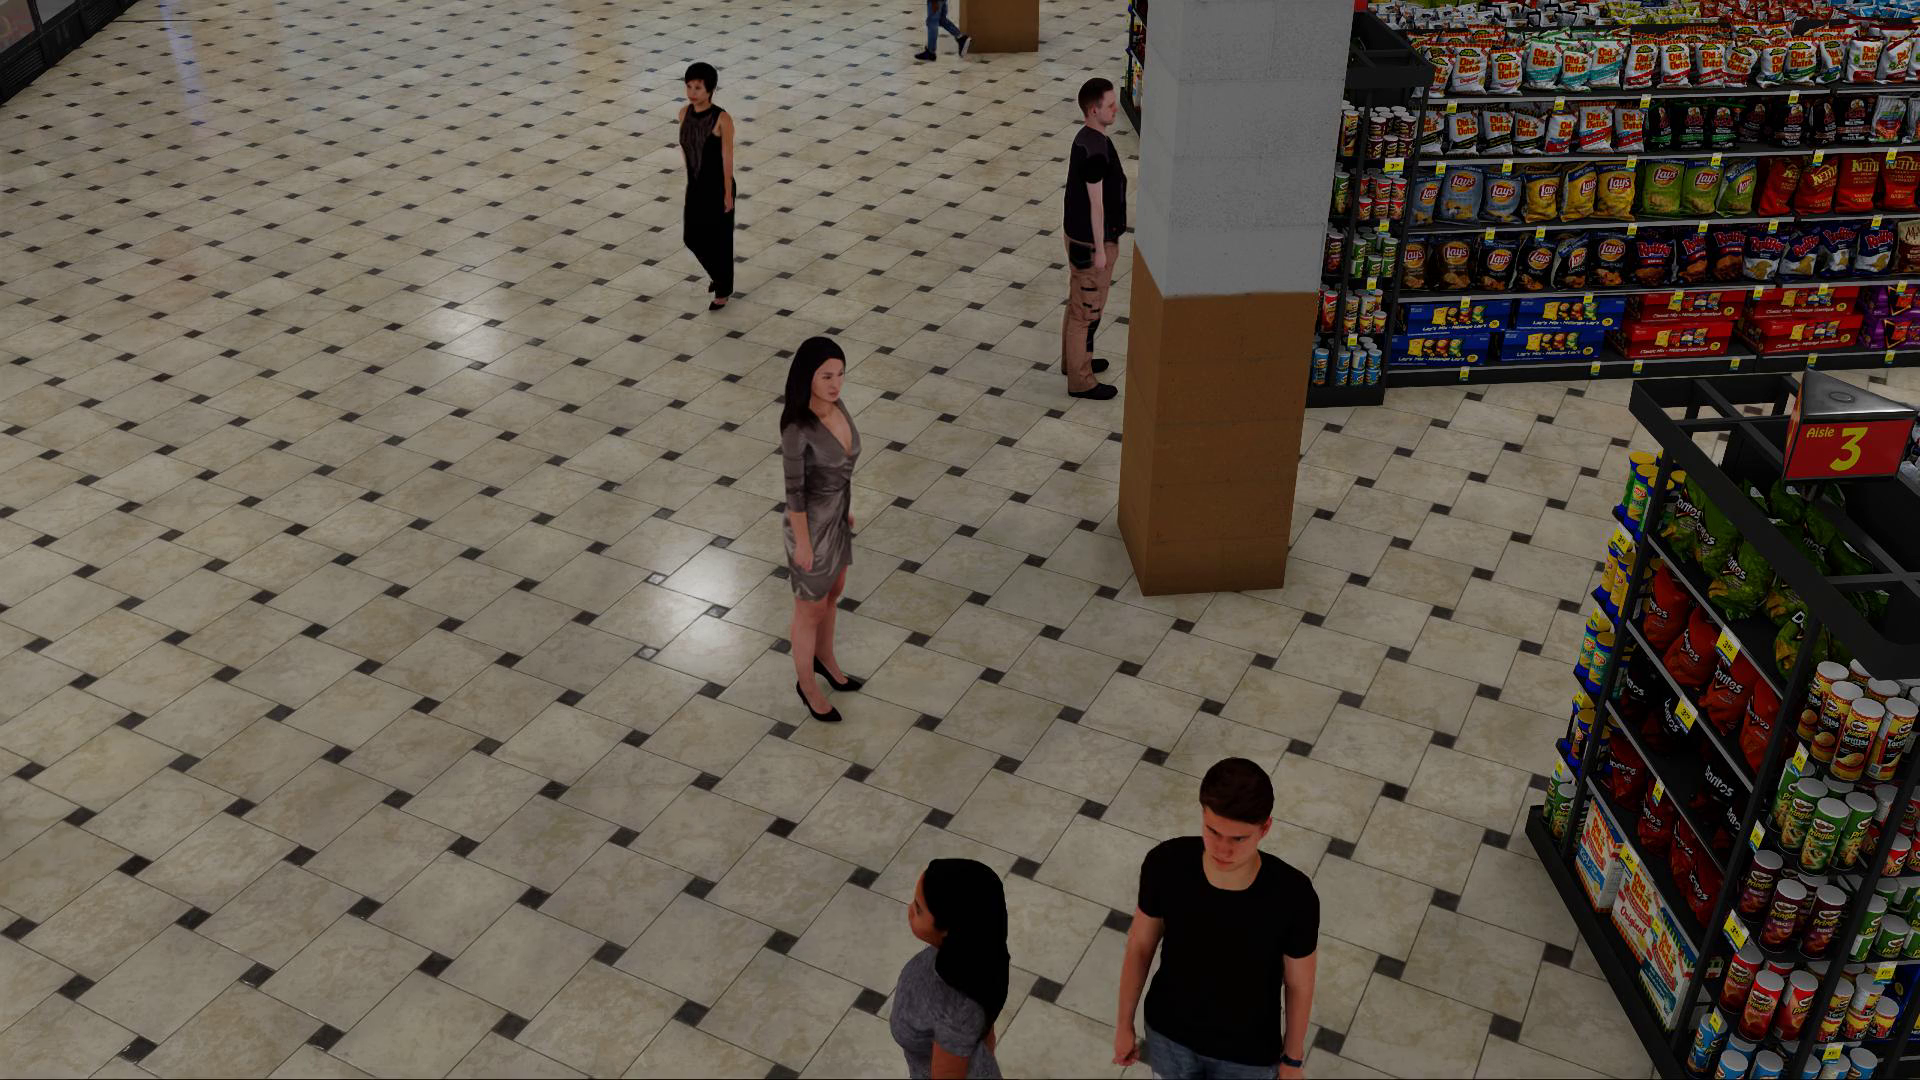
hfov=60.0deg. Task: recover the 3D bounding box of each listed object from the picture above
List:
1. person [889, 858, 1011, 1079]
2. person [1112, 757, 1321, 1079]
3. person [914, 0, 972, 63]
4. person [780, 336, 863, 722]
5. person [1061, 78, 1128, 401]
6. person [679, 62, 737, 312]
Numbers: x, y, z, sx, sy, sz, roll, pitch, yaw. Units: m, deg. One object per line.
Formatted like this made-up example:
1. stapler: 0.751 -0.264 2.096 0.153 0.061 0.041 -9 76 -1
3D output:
1. person: 0.091 1.552 4.339 1.129 1.736 0.715 3 32 4
2. person: 0.744 1.306 4.632 0.745 1.843 0.848 15 35 23
3. person: -0.154 -5.070 15.445 0.805 1.245 0.626 6 32 9
4. person: -0.582 -0.044 6.896 0.657 1.744 0.662 12 34 18
5. person: 0.741 -1.735 9.520 0.582 1.842 0.682 -1 32 -2
6. person: -1.540 -2.248 10.582 0.685 1.591 0.765 15 35 22
